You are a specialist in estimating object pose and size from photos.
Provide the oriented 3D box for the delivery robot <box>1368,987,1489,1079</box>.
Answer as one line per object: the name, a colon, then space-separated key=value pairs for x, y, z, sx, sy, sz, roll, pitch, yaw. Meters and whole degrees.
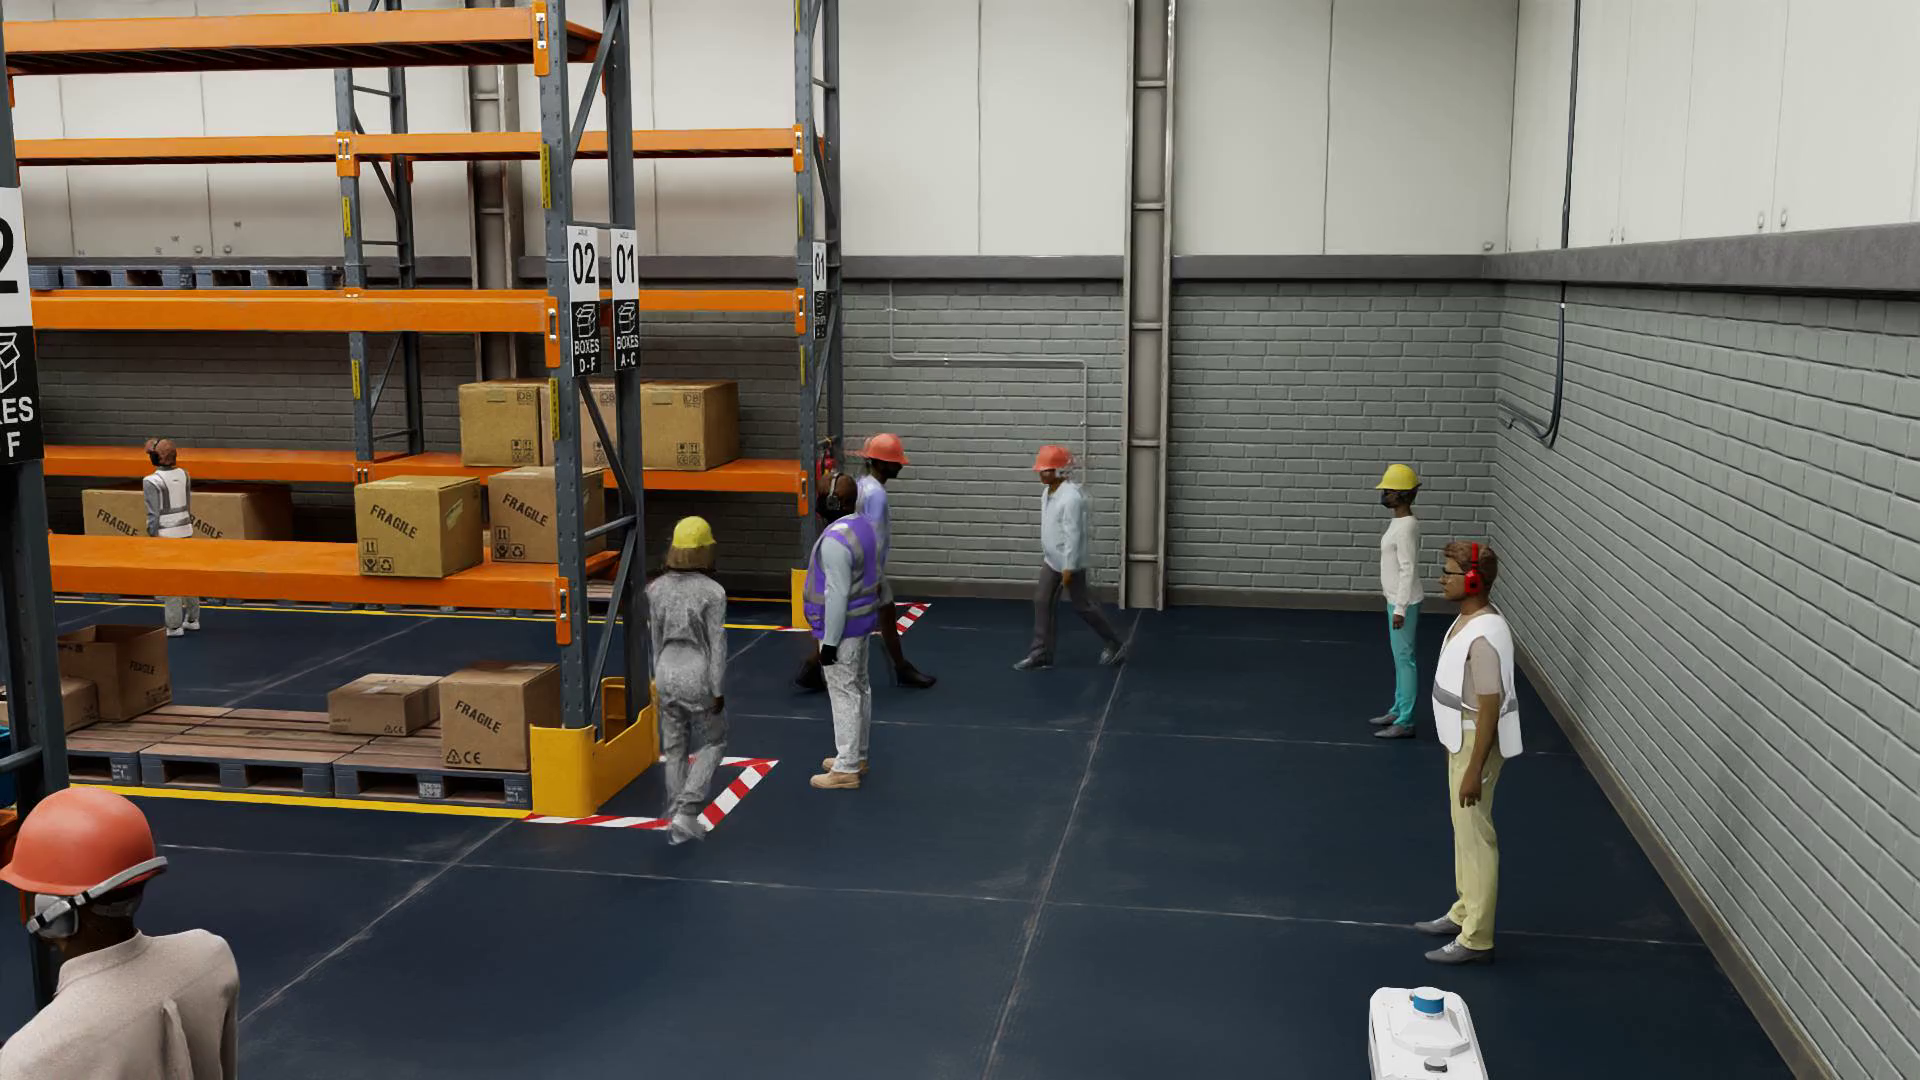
delivery robot: x=1.583 y=1.763 z=5.651 sx=0.477 sy=0.478 sz=0.707 roll=2 pitch=9 yaw=10

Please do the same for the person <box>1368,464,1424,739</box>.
person: x=2.810 y=0.394 z=10.687 sx=0.325 sy=1.769 sz=0.524 roll=2 pitch=9 yaw=12

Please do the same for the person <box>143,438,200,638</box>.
person: x=-6.468 y=-0.016 z=13.619 sx=0.314 sy=1.642 sz=0.514 roll=2 pitch=9 yaw=12

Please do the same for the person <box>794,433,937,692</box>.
person: x=-0.700 y=0.172 z=11.789 sx=1.001 sy=1.874 sz=0.602 roll=-1 pitch=9 yaw=-7

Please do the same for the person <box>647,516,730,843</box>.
person: x=-1.408 y=0.738 z=8.653 sx=0.496 sy=1.728 sz=0.422 roll=4 pitch=10 yaw=23

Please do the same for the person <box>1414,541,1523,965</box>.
person: x=2.220 y=0.918 z=7.189 sx=0.395 sy=1.847 sz=0.564 roll=2 pitch=9 yaw=12

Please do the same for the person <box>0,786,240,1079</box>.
person: x=-1.670 y=1.463 z=3.347 sx=0.387 sy=1.996 sz=0.611 roll=2 pitch=9 yaw=12

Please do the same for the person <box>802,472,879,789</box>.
person: x=-0.699 y=0.520 z=9.672 sx=0.430 sy=1.845 sz=0.622 roll=2 pitch=9 yaw=12

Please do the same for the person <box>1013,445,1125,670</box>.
person: x=0.851 y=0.127 z=12.522 sx=0.855 sy=1.709 sz=0.593 roll=-4 pitch=10 yaw=-22
